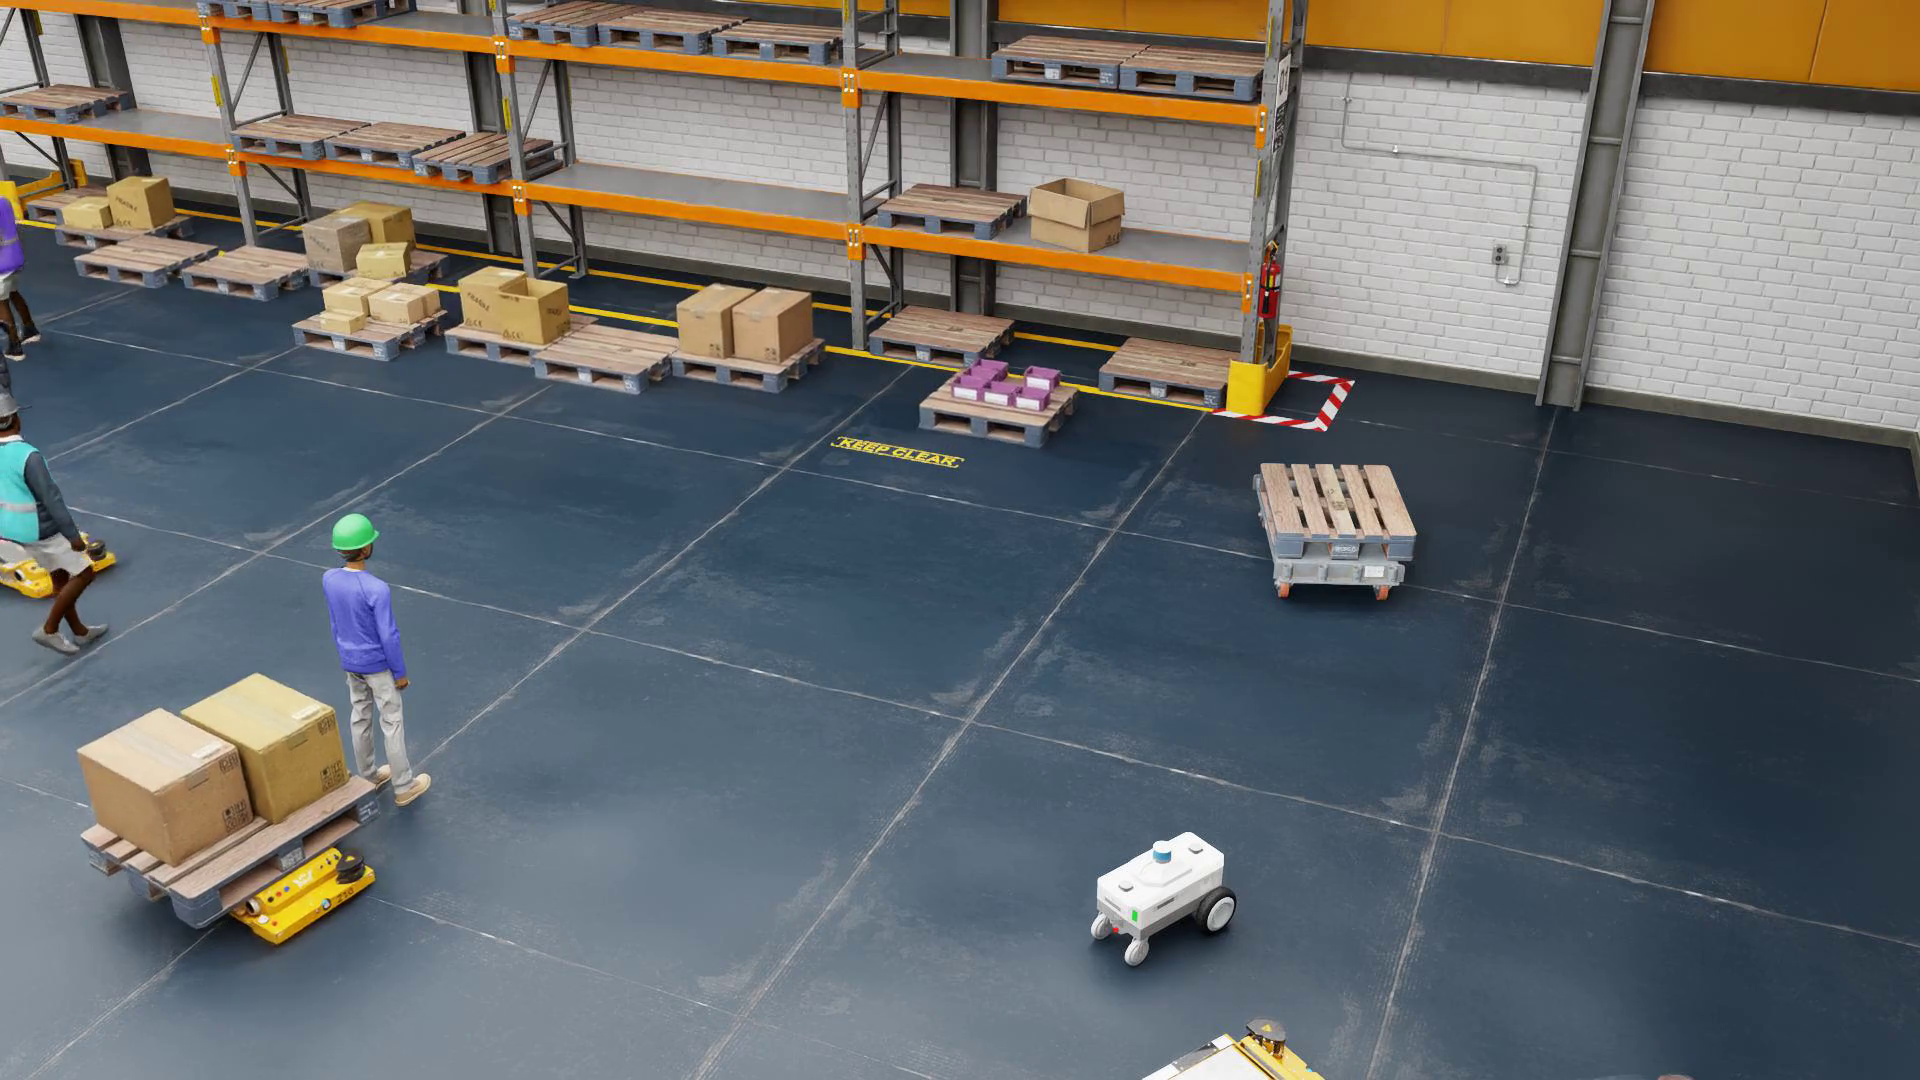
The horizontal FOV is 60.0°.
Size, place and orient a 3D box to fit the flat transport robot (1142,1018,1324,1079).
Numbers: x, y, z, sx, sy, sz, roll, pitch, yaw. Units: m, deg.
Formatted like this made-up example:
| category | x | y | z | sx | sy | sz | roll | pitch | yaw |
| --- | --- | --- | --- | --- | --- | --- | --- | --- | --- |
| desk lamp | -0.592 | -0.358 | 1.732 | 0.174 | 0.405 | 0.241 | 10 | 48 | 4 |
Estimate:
| category | x | y | z | sx | sy | sz | roll | pitch | yaw |
| --- | --- | --- | --- | --- | --- | --- | --- | --- | --- |
| flat transport robot | 1.102 | 2.725 | 7.647 | 1.431 | 0.231 | 0.659 | -17 | 32 | -30 |

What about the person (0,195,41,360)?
| category | x | y | z | sx | sy | sz | roll | pitch | yaw |
| --- | --- | --- | --- | --- | --- | --- | --- | --- | --- |
| person | -9.509 | -2.765 | 16.483 | 0.439 | 1.927 | 0.707 | -1 | 27 | -2 |

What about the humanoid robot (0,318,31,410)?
| category | x | y | z | sx | sy | sz | roll | pitch | yaw |
| --- | --- | --- | --- | --- | --- | --- | --- | --- | --- |
| humanoid robot | -9.005 | -1.943 | 15.176 | 0.596 | 1.647 | 0.601 | -2 | 27 | -4 |

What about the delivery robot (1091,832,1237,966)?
| category | x | y | z | sx | sy | sz | roll | pitch | yaw |
| --- | --- | --- | --- | --- | --- | --- | --- | --- | --- |
| delivery robot | 1.079 | 1.883 | 8.954 | 0.774 | 0.581 | 0.499 | -20 | 33 | -33 |

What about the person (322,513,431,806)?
| category | x | y | z | sx | sy | sz | roll | pitch | yaw |
| --- | --- | --- | --- | --- | --- | --- | --- | --- | --- |
| person | -3.469 | 0.705 | 9.833 | 0.458 | 1.865 | 0.382 | 10 | 29 | 19 |

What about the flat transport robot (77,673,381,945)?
| category | x | y | z | sx | sy | sz | roll | pitch | yaw |
| --- | --- | --- | --- | --- | --- | --- | --- | --- | --- |
| flat transport robot | -4.067 | 1.797 | 9.446 | 1.431 | 0.231 | 0.659 | 17 | 32 | 29 |

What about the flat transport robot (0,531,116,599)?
| category | x | y | z | sx | sy | sz | roll | pitch | yaw |
| --- | --- | --- | --- | --- | --- | --- | --- | --- | --- |
| flat transport robot | -7.258 | 0.083 | 12.770 | 1.431 | 0.231 | 0.659 | 14 | 30 | 25 |

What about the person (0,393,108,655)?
| category | x | y | z | sx | sy | sz | roll | pitch | yaw |
| --- | --- | --- | --- | --- | --- | --- | --- | --- | --- |
| person | -6.242 | -0.081 | 11.300 | 0.618 | 1.907 | 0.530 | 15 | 31 | 26 |
